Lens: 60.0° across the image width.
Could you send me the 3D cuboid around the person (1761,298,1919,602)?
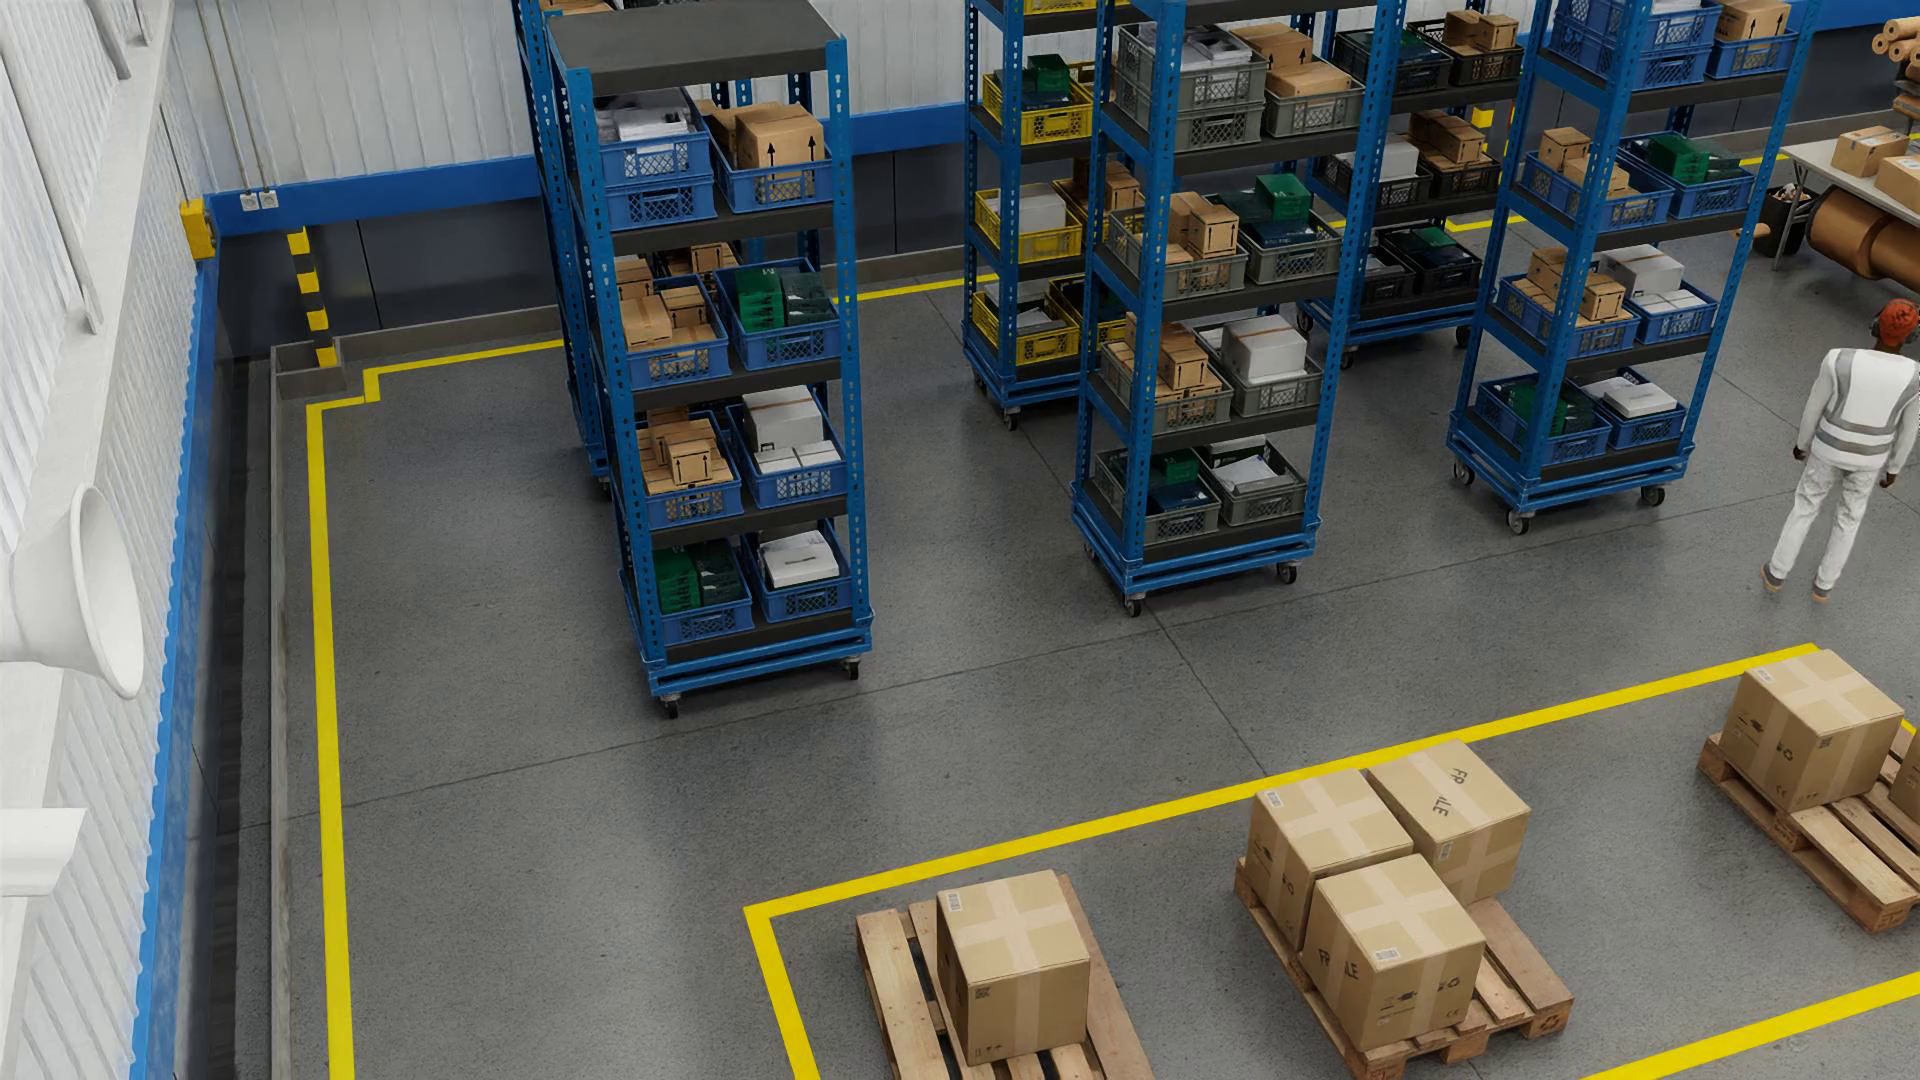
[{"bbox_3d":[4.993,-0.481,9.342,0.574,1.882,0.346,14,38,19],"label":"person"}]
